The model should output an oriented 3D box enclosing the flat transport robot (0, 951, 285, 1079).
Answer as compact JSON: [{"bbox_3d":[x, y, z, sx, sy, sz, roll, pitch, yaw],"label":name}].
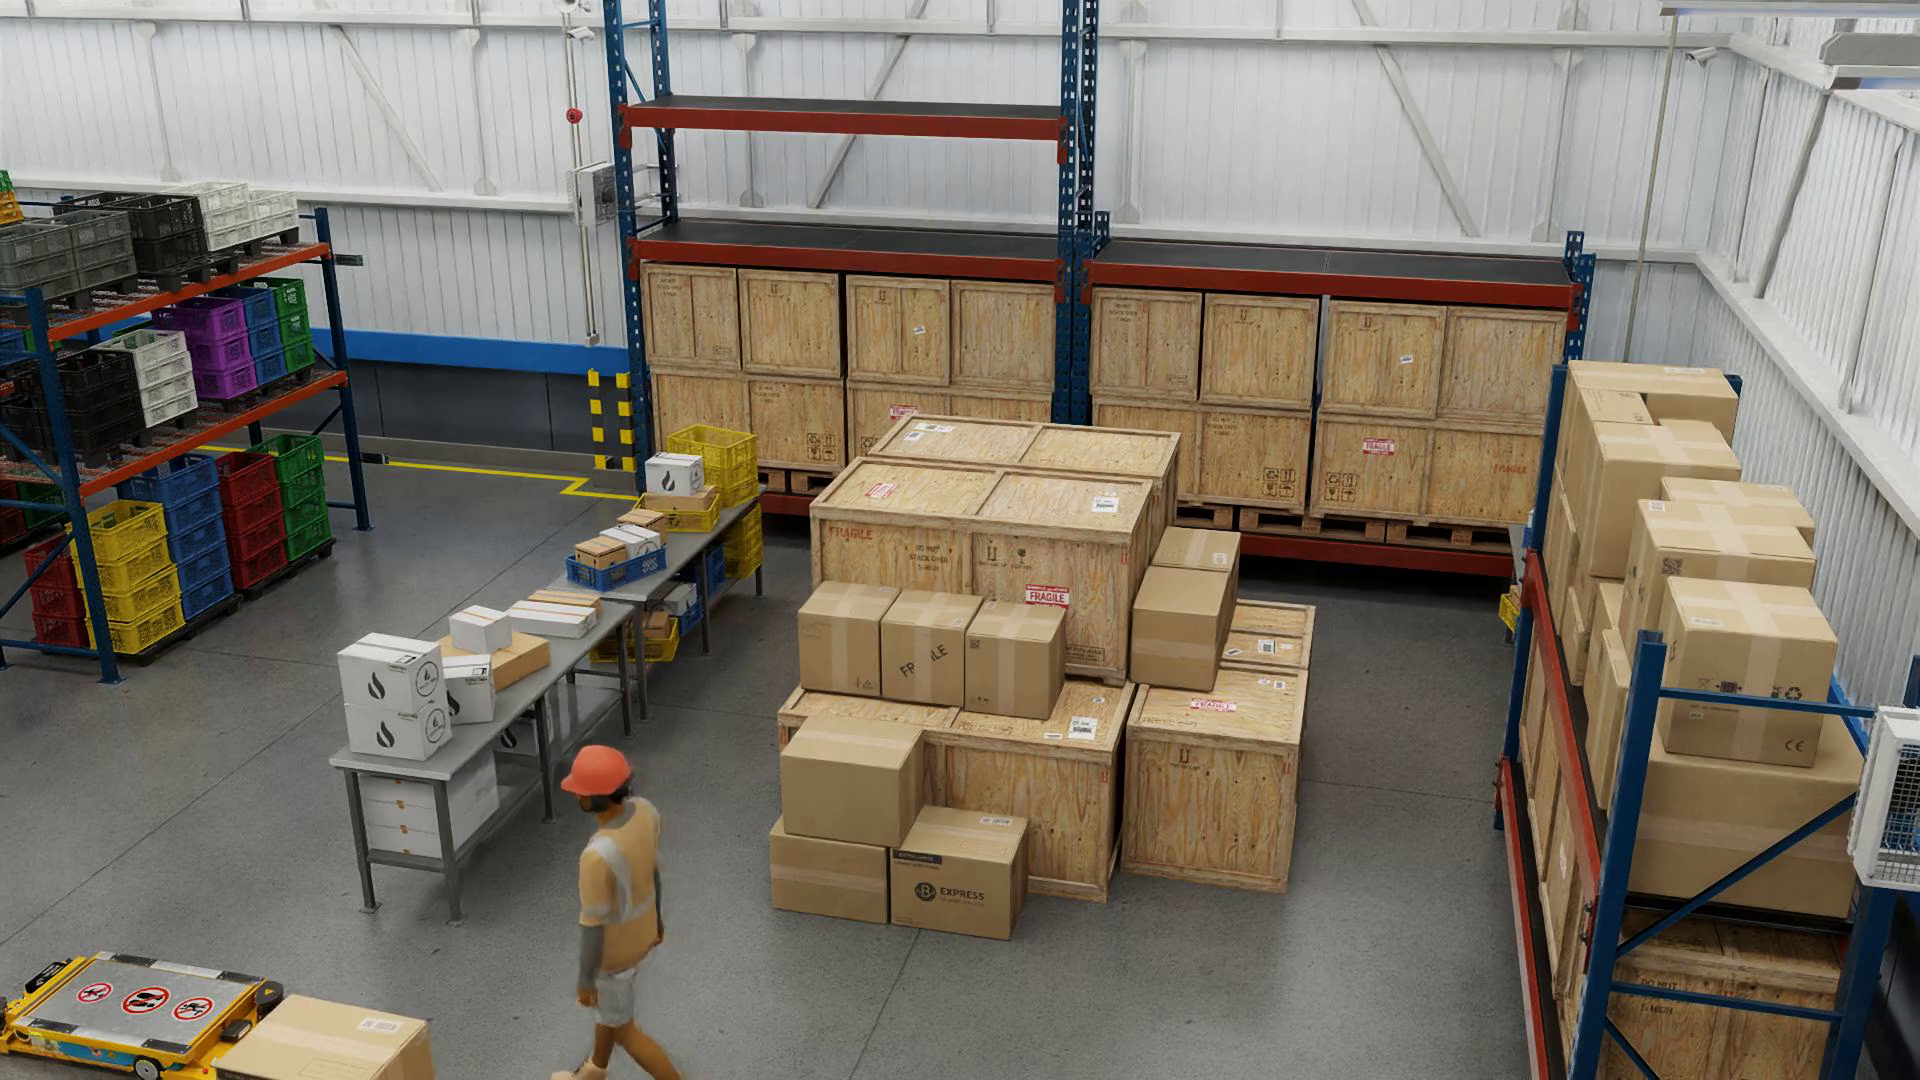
[{"bbox_3d":[-4.270,2.464,8.601,1.431,0.231,0.659,5,22,13],"label":"flat transport robot"}]

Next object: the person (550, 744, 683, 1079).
[{"bbox_3d":[-1.597,1.857,7.765,0.827,2.019,0.617,5,21,13],"label":"person"}]
